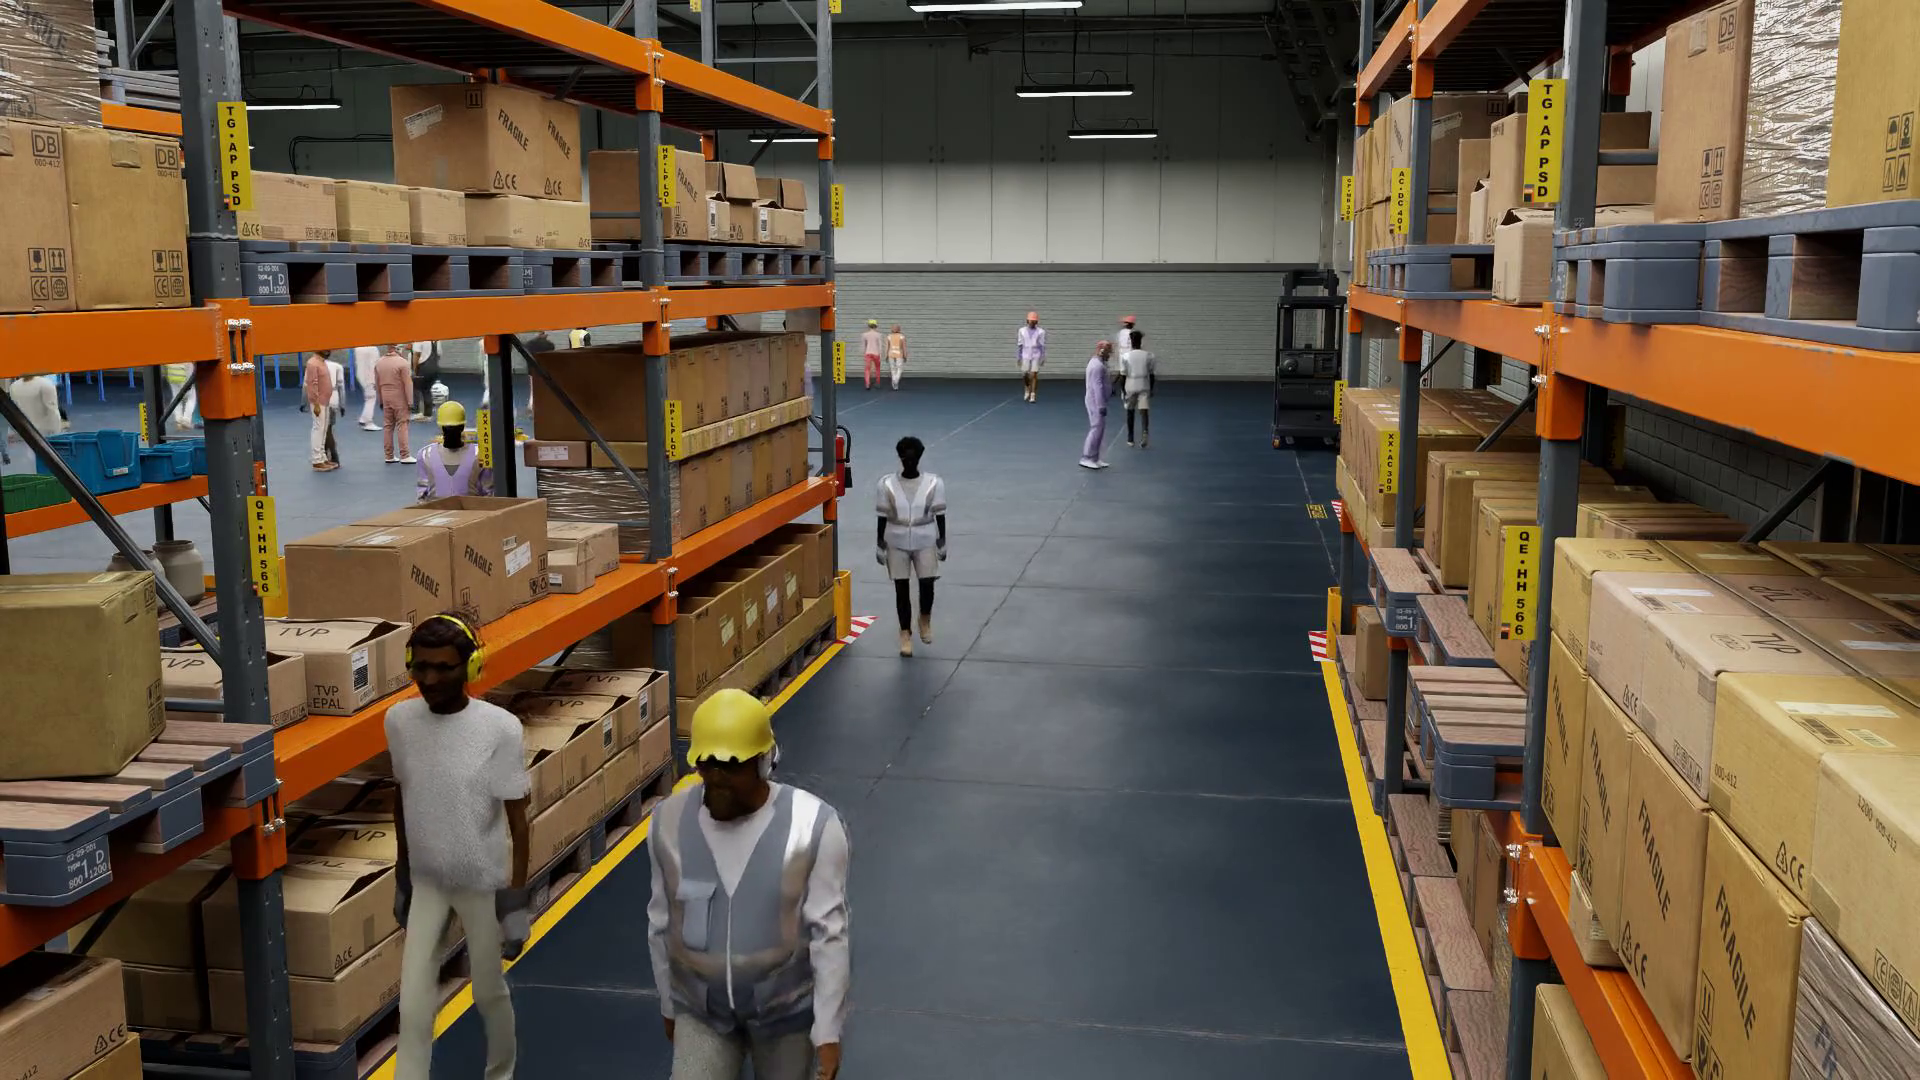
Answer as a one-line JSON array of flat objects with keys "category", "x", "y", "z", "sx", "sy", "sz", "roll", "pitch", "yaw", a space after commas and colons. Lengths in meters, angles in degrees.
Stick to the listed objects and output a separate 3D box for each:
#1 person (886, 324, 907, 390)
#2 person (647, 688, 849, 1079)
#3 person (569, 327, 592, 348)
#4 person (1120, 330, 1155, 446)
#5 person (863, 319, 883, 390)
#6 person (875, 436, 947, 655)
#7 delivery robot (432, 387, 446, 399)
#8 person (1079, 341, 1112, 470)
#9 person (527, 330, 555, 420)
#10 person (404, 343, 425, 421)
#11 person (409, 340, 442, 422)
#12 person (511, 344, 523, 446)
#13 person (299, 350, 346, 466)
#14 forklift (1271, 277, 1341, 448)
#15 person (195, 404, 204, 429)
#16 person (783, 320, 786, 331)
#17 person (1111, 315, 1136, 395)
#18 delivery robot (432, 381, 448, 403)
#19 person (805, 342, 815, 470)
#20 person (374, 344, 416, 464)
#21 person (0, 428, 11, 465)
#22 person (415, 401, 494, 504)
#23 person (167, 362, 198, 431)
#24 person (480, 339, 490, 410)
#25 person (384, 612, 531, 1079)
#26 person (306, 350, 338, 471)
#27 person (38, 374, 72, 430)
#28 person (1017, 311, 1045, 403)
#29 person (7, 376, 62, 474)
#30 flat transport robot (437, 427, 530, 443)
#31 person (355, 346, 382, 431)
[{"category": "person", "x": -1.573, "y": -4.473, "z": 40.685, "sx": 0.548, "sy": 1.620, "sz": 0.452, "roll": 2, "pitch": 10, "yaw": 15}, {"category": "person", "x": -0.602, "y": 1.306, "z": 4.524, "sx": 0.596, "sy": 1.796, "sz": 0.866, "roll": 1, "pitch": 9, "yaw": 5}, {"category": "person", "x": -8.551, "y": -4.097, "z": 37.699, "sx": 0.637, "sy": 1.842, "sz": 0.429, "roll": 7, "pitch": 11, "yaw": 35}, {"category": "person", "x": 2.958, "y": -2.526, "z": 27.692, "sx": 0.607, "sy": 1.944, "sz": 0.849, "roll": 0, "pitch": 9, "yaw": 2}, {"category": "person", "x": -2.144, "y": -4.557, "z": 40.907, "sx": 0.529, "sy": 1.724, "sz": 0.893, "roll": 2, "pitch": 9, "yaw": 12}, {"category": "person", "x": -0.373, "y": 0.040, "z": 12.673, "sx": 0.551, "sy": 1.683, "sz": 0.371, "roll": 0, "pitch": 9, "yaw": 0}, {"category": "delivery robot", "x": -10.738, "y": -3.022, "z": 34.070, "sx": 0.335, "sy": 0.223, "sz": 0.698, "roll": -1, "pitch": 9, "yaw": -6}, {"category": "person", "x": 1.990, "y": -1.993, "z": 24.598, "sx": 0.513, "sy": 1.885, "sz": 0.765, "roll": 0, "pitch": 9, "yaw": 2}, {"category": "person", "x": -8.085, "y": -3.232, "z": 32.003, "sx": 0.616, "sy": 1.956, "sz": 0.668, "roll": 2, "pitch": 9, "yaw": 12}, {"category": "person", "x": -10.618, "y": -3.132, "z": 32.383, "sx": 0.348, "sy": 1.620, "sz": 0.546, "roll": -1, "pitch": 9, "yaw": -4}, {"category": "person", "x": -10.422, "y": -3.288, "z": 32.225, "sx": 0.544, "sy": 2.000, "sz": 0.819, "roll": 3, "pitch": 10, "yaw": 17}, {"category": "person", "x": -7.643, "y": -2.473, "z": 27.672, "sx": 0.528, "sy": 1.846, "sz": 0.672, "roll": 8, "pitch": 12, "yaw": 40}, {"category": "person", "x": -9.575, "y": -2.061, "z": 25.031, "sx": 0.563, "sy": 1.874, "sz": 1.020, "roll": -9, "pitch": 13, "yaw": -44}, {"category": "forklift", "x": 5.847, "y": -3.016, "z": 27.970, "sx": 1.129, "sy": 2.768, "sz": 1.873, "roll": 1, "pitch": 9, "yaw": 9}, {"category": "person", "x": -13.792, "y": -2.969, "z": 30.833, "sx": 0.907, "sy": 1.804, "sz": 0.594, "roll": -4, "pitch": 10, "yaw": -22}, {"category": "person", "x": -4.325, "y": -4.669, "z": 41.670, "sx": 0.541, "sy": 1.696, "sz": 0.315, "roll": -2, "pitch": 9, "yaw": -12}, {"category": "person", "x": 3.826, "y": -4.270, "z": 38.631, "sx": 0.842, "sy": 1.900, "sz": 0.547, "roll": -7, "pitch": 12, "yaw": -38}, {"category": "delivery robot", "x": -11.266, "y": -3.195, "z": 35.937, "sx": 0.477, "sy": 0.478, "sz": 0.707, "roll": -2, "pitch": 9, "yaw": -11}, {"category": "person", "x": -2.368, "y": -1.974, "z": 24.355, "sx": 0.483, "sy": 1.920, "sz": 0.646, "roll": -8, "pitch": 12, "yaw": -41}, {"category": "person", "x": -8.553, "y": -2.114, "z": 25.276, "sx": 0.652, "sy": 1.904, "sz": 0.403, "roll": 4, "pitch": 10, "yaw": 22}, {"category": "person", "x": -11.379, "y": -1.008, "z": 19.418, "sx": 0.532, "sy": 1.590, "sz": 0.881, "roll": 5, "pitch": 11, "yaw": 30}, {"category": "person", "x": -3.893, "y": -0.112, "z": 12.853, "sx": 0.587, "sy": 1.929, "sz": 0.360, "roll": -1, "pitch": 9, "yaw": -9}, {"category": "person", "x": -14.280, "y": -2.922, "z": 30.536, "sx": 0.625, "sy": 1.822, "sz": 0.464, "roll": 3, "pitch": 10, "yaw": 19}, {"category": "person", "x": -9.212, "y": -3.358, "z": 32.891, "sx": 0.615, "sy": 1.921, "sz": 0.639, "roll": 1, "pitch": 9, "yaw": 4}, {"category": "person", "x": -1.644, "y": 1.154, "z": 5.319, "sx": 0.558, "sy": 1.836, "sz": 0.788, "roll": 2, "pitch": 9, "yaw": 10}, {"category": "person", "x": -9.390, "y": -2.029, "z": 24.470, "sx": 0.396, "sy": 1.992, "sz": 0.623, "roll": -1, "pitch": 9, "yaw": -7}, {"category": "person", "x": -16.813, "y": -2.846, "z": 30.570, "sx": 0.861, "sy": 1.647, "sz": 0.544, "roll": -2, "pitch": 9, "yaw": -12}, {"category": "person", "x": 1.580, "y": -4.064, "z": 36.936, "sx": 0.652, "sy": 2.022, "sz": 0.467, "roll": 1, "pitch": 9, "yaw": 9}, {"category": "person", "x": -11.451, "y": -1.324, "z": 20.475, "sx": 0.658, "sy": 1.876, "sz": 1.048, "roll": 3, "pitch": 10, "yaw": 20}, {"category": "flat transport robot", "x": -8.158, "y": -1.800, "z": 28.490, "sx": 1.431, "sy": 0.197, "sz": 0.652, "roll": -5, "pitch": 10, "yaw": -27}, {"category": "person", "x": -10.896, "y": -2.962, "z": 30.605, "sx": 0.486, "sy": 1.877, "sz": 0.701, "roll": -9, "pitch": 13, "yaw": -44}]
